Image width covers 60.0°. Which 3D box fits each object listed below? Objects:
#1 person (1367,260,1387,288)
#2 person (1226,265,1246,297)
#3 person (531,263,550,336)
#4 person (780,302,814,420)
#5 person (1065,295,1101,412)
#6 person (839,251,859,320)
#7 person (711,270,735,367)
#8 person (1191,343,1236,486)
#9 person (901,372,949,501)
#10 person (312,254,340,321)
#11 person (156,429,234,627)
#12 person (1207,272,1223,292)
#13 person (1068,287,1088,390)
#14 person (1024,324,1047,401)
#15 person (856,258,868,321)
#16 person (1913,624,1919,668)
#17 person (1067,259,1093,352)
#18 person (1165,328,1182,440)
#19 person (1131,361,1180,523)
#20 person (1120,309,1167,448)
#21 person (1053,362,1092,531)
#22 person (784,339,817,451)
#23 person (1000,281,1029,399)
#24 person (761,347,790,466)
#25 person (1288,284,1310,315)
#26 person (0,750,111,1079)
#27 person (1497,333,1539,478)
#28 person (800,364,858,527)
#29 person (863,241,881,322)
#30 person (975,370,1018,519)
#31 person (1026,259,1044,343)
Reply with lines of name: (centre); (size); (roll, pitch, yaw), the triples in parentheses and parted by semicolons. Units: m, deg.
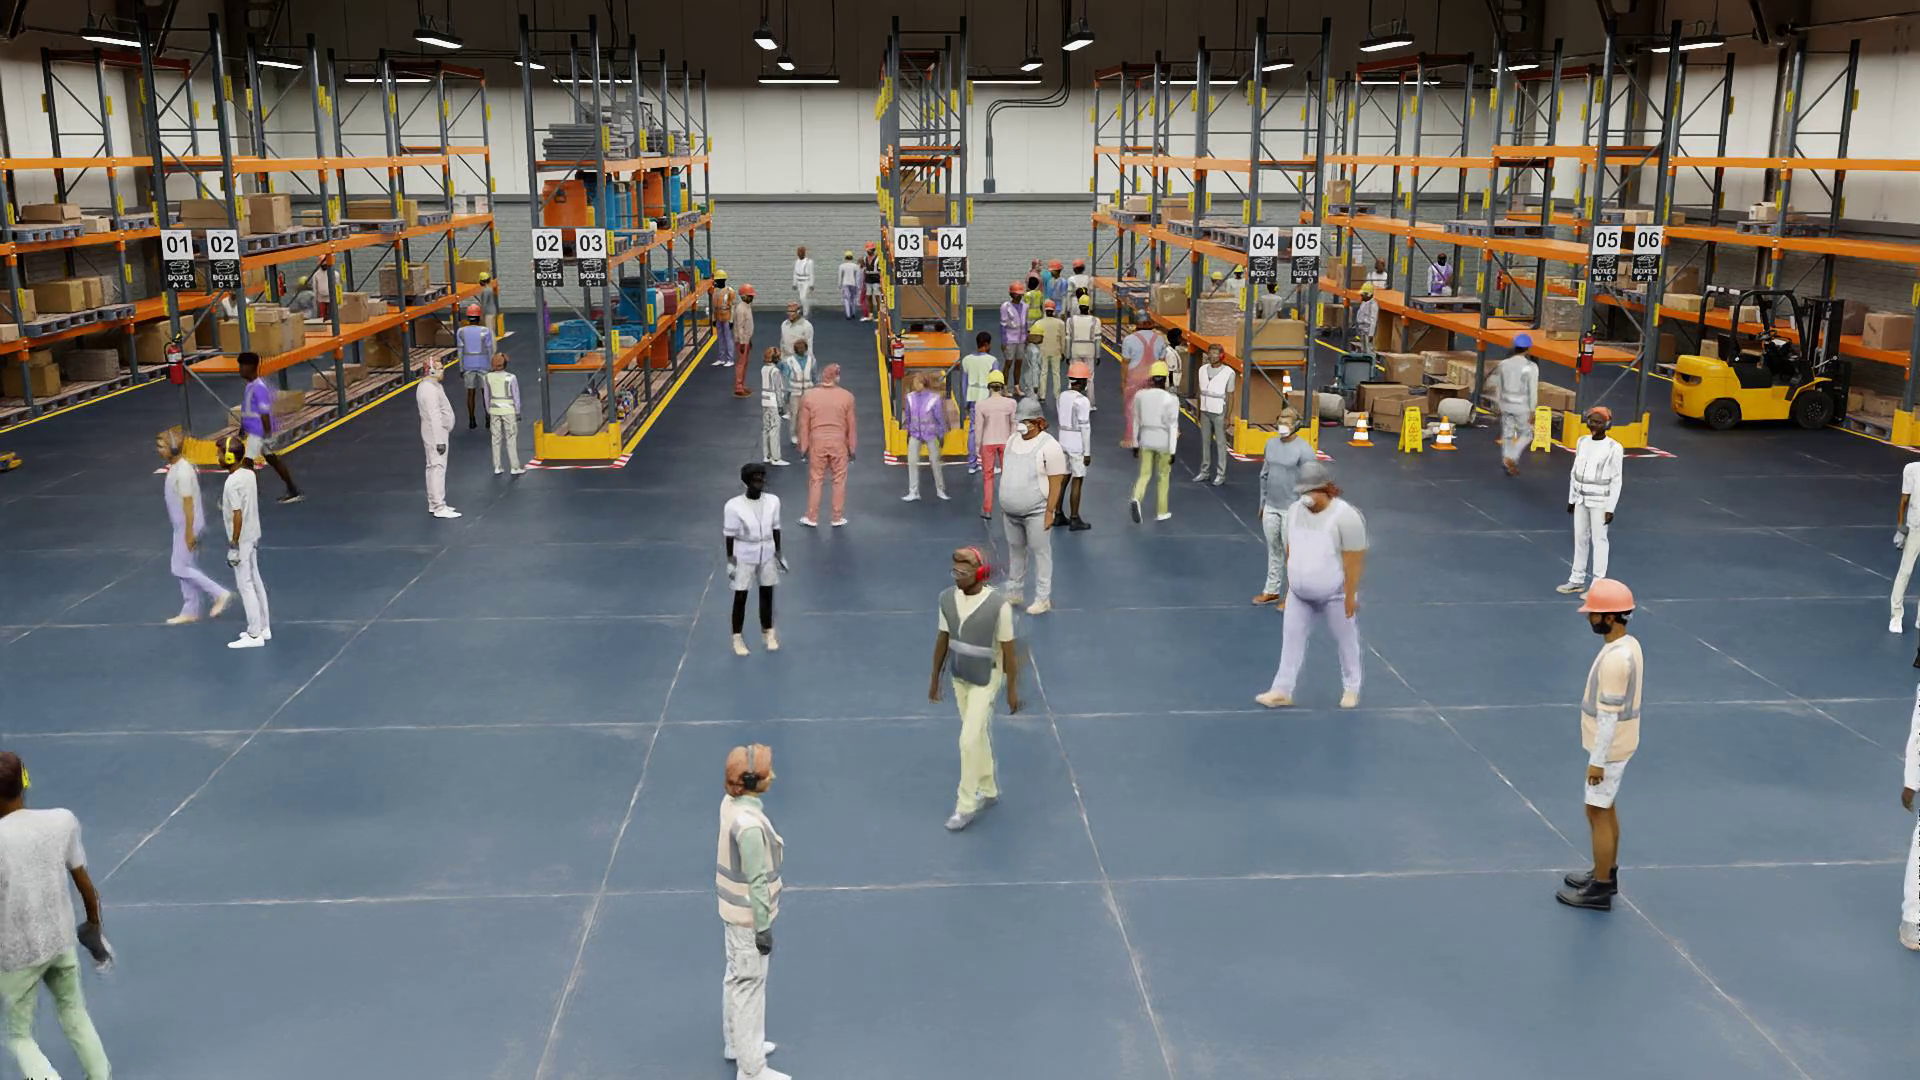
person: (9.449, -5.410, 37.646); (0.590, 1.828, 0.962); (6, 15, 24)
person: (6.224, -5.301, 37.313); (0.526, 1.768, 0.331); (1, 13, 2)
person: (-9.787, -5.635, 38.753); (0.339, 1.752, 0.564); (-9, 16, -32)
person: (-2.646, -2.877, 26.776); (0.641, 1.899, 0.394); (9, 16, 32)
person: (2.043, -3.091, 27.607); (0.590, 1.926, 0.388); (3, 14, 11)
person: (-2.837, -6.519, 42.565); (0.532, 1.722, 0.820); (-1, 13, -6)
person: (-4.746, -4.436, 33.300); (0.584, 1.929, 0.371); (11, 17, 38)
person: (3.310, -1.640, 21.623); (0.384, 1.849, 0.569); (-13, 18, -43)
person: (-0.418, -1.277, 20.619); (0.557, 1.606, 0.498); (7, 15, 26)
person: (-14.112, -5.360, 37.070); (0.609, 1.997, 0.375); (-1, 13, -5)
person: (-7.040, -0.108, 15.173); (0.480, 1.835, 0.540); (-9, 16, -32)
person: (5.360, -4.768, 35.084); (0.329, 1.760, 0.570); (-2, 13, -10)
person: (2.156, -3.637, 30.068); (0.318, 1.865, 0.522); (-8, 15, -30)
person: (1.121, -2.373, 24.983); (0.344, 1.733, 0.480); (-2, 13, -6)
person: (-2.475, -6.344, 42.077); (0.305, 1.604, 0.585); (-1, 13, -6)
person: (8.193, 0.179, 13.729); (0.356, 1.938, 0.543); (3, 14, 11)
person: (2.540, -4.959, 35.392); (0.615, 1.988, 0.898); (-2, 13, -9)
person: (3.160, -2.338, 24.931); (0.319, 1.690, 0.540); (2, 13, 9)
person: (2.248, -1.124, 19.320); (0.597, 1.906, 0.759); (8, 15, 29)
person: (2.634, -2.366, 24.291); (0.685, 2.000, 0.535); (-5, 14, -20)
person: (1.327, -1.074, 19.076); (0.403, 1.926, 0.544); (-9, 16, -32)
person: (-2.336, -2.151, 24.315); (0.522, 1.603, 0.839); (-4, 14, -18)
person: (0.982, -3.491, 29.053); (0.611, 2.042, 0.394); (-10, 16, -35)
person: (-2.580, -1.843, 22.940); (0.309, 1.638, 0.513); (-8, 15, -30)
person: (8.806, -6.449, 42.562); (0.864, 1.575, 0.515); (9, 16, 34)
person: (-3.942, 1.786, 7.146); (0.556, 1.840, 0.621); (8, 15, 29)
person: (7.347, -1.756, 21.927); (0.431, 1.933, 0.635); (-10, 17, -37)
person: (-1.551, -1.087, 19.227); (0.758, 1.877, 0.433); (1, 13, 5)
person: (-2.210, -6.480, 41.755); (0.612, 2.029, 0.409); (8, 15, 30)
person: (0.426, -1.120, 19.601); (0.523, 1.769, 0.316); (-2, 13, -8)
person: (1.678, -5.285, 36.975); (0.394, 1.899, 0.641); (-3, 14, -13)
